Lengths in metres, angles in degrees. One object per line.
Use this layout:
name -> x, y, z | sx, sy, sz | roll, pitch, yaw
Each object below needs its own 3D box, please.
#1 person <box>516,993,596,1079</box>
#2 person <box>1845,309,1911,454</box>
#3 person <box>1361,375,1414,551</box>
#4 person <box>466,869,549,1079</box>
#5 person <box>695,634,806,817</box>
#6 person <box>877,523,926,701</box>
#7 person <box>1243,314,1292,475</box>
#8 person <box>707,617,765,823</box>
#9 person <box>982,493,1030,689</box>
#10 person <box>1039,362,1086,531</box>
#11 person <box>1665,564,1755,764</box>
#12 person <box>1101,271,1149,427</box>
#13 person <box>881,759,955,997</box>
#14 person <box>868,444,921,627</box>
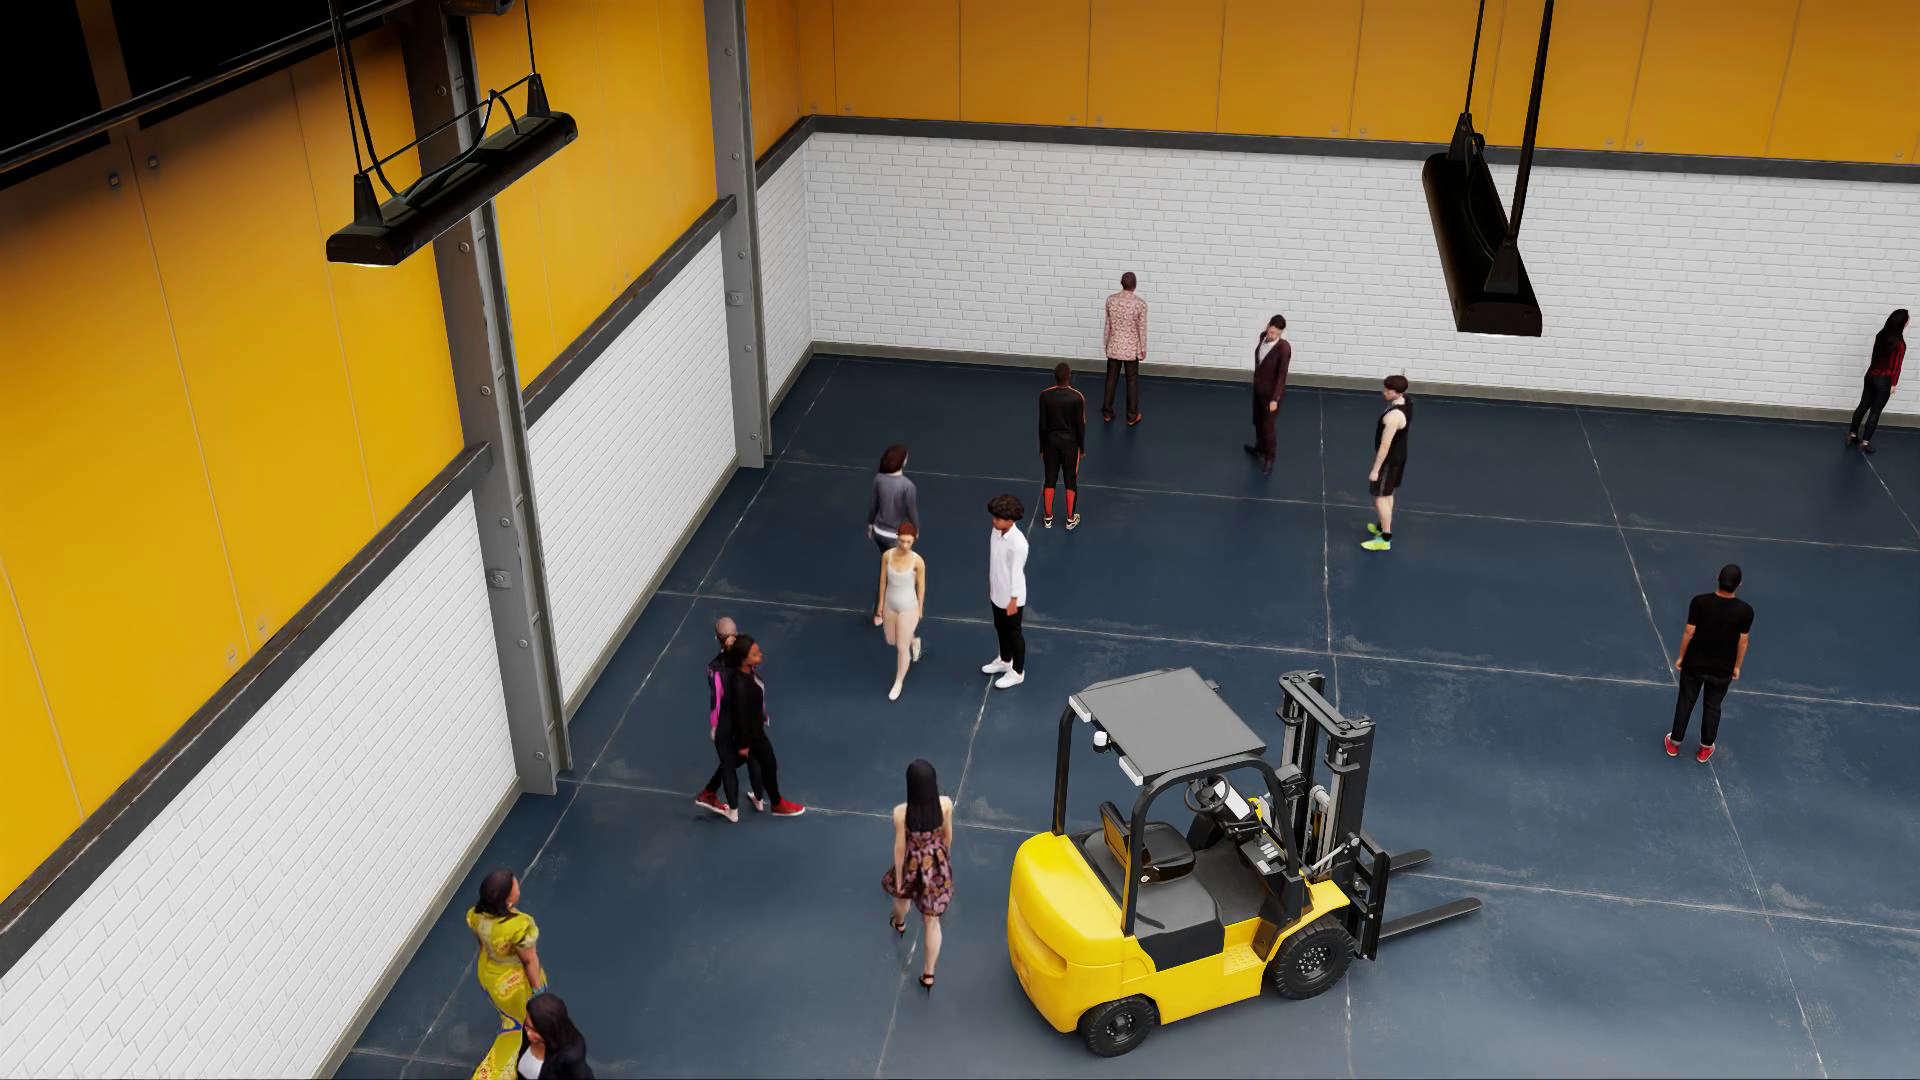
person -> -2.251, 3.170, 9.462 | 0.739, 1.611, 0.764 | 19, 34, 30
person -> 10.211, -1.773, 18.484 | 0.713, 1.649, 0.586 | -7, 29, -12
person -> 4.263, -0.822, 16.508 | 0.681, 1.872, 0.875 | -25, 37, -38
person -> -2.812, 2.760, 10.193 | 1.012, 1.630, 1.200 | 21, 35, 33
person -> -1.688, 1.438, 12.608 | 0.880, 1.639, 1.079 | -4, 29, -7
person -> -0.477, 0.544, 14.267 | 0.688, 1.621, 0.944 | 10, 30, 18
person -> 3.338, -1.654, 18.066 | 0.994, 1.841, 0.813 | -6, 29, -11
person -> -1.722, 1.356, 12.643 | 0.652, 1.750, 0.707 | -17, 33, -29
person -> 0.410, 0.418, 14.305 | 0.760, 1.806, 0.675 | -14, 32, -24
person -> 1.025, -0.964, 16.834 | 0.614, 1.809, 0.519 | 6, 29, 10
person -> 6.002, 0.978, 13.331 | 0.679, 1.756, 0.621 | 12, 31, 21
person -> 1.883, -2.201, 19.111 | 0.734, 1.801, 0.677 | 12, 31, 21
person -> -0.217, 2.261, 10.992 | 0.919, 1.743, 1.125 | -8, 30, -14
person -> -0.666, -0.010, 15.161 | 0.876, 1.737, 1.033 | 17, 33, 29
